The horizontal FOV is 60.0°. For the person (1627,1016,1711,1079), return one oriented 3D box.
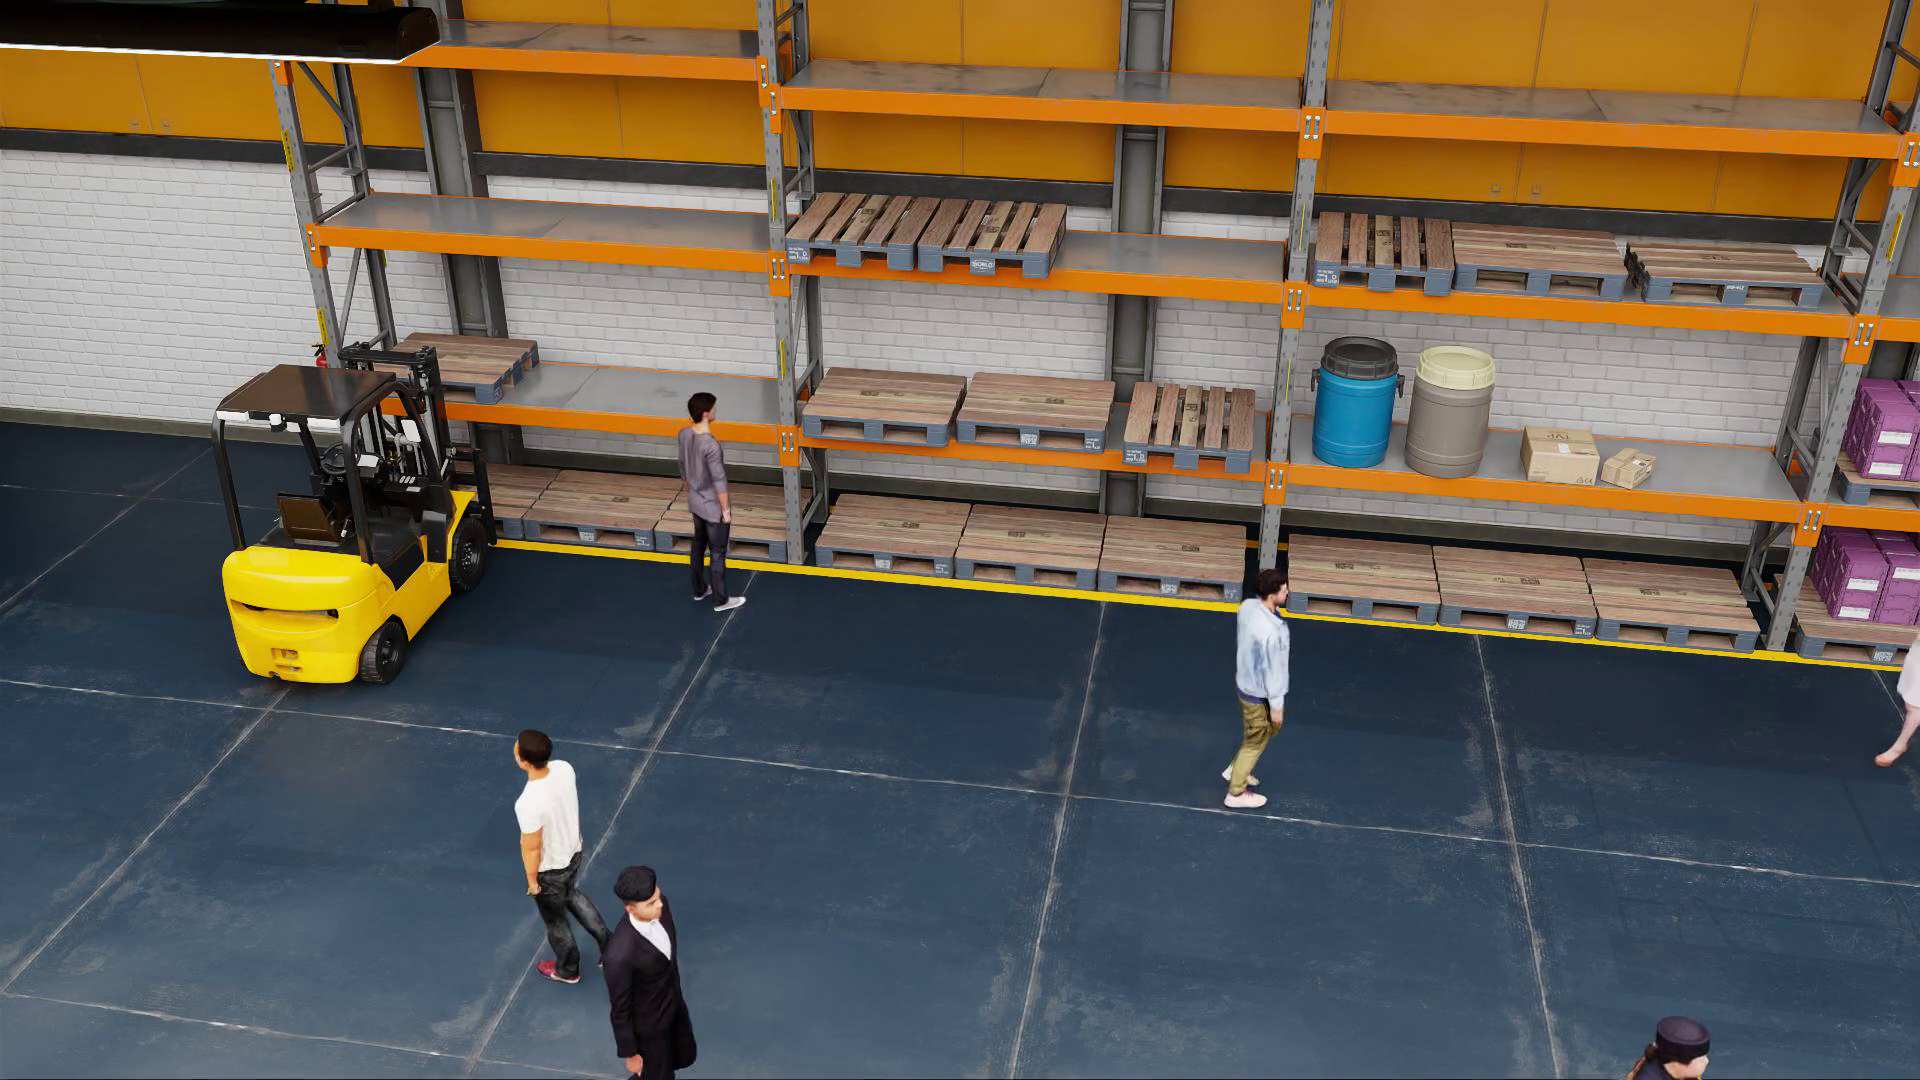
[{"bbox_3d":[3.127,2.885,7.761,1.170,1.643,0.979,19,34,31],"label":"person"}]

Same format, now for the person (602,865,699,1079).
[{"bbox_3d":[-1.647,2.370,8.467,0.802,1.870,0.767,9,30,16],"label":"person"}]

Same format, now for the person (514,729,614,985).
[{"bbox_3d":[-2.246,1.838,9.520,0.845,1.796,0.735,10,30,18],"label":"person"}]

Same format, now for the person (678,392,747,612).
[{"bbox_3d":[-2.040,-0.317,13.413,0.803,1.851,0.690,-25,37,-38],"label":"person"}]

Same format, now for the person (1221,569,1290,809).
[{"bbox_3d":[1.893,1.006,11.045,0.693,1.797,0.735,0,29,0],"label":"person"}]
